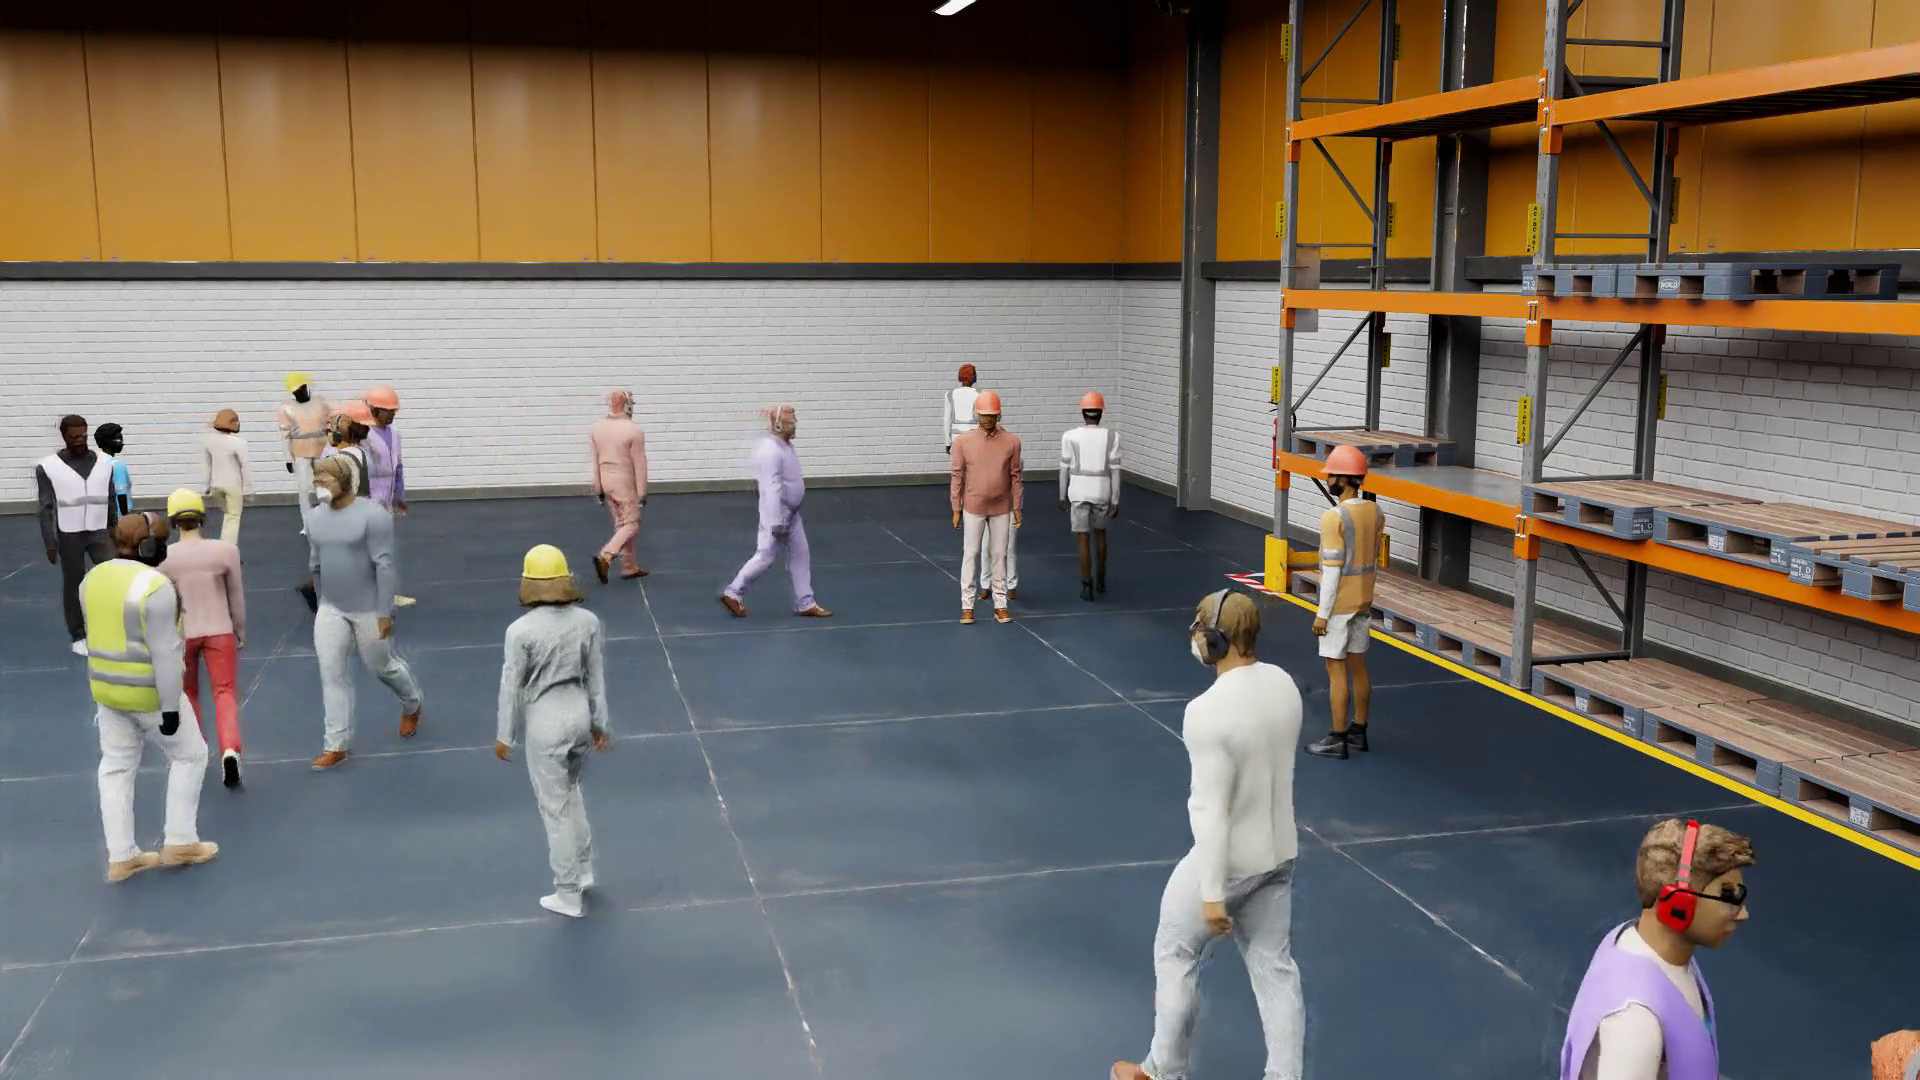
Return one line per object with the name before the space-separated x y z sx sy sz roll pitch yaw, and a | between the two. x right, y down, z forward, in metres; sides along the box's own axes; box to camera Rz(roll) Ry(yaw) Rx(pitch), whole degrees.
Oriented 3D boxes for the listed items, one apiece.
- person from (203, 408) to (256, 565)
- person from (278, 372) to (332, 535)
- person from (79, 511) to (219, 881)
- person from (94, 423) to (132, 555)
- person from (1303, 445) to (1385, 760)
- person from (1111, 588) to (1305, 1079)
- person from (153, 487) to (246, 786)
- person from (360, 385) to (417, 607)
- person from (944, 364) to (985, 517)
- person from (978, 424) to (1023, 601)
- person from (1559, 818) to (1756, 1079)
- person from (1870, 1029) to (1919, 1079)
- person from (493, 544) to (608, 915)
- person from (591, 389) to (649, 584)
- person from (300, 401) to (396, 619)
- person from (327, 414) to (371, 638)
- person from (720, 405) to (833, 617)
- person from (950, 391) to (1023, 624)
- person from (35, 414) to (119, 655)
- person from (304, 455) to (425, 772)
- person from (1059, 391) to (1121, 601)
person | -7.424 -0.532 16.948 0.532 1.617 0.418 2 9 15
person | -7.410 -0.999 19.077 0.745 1.875 0.460 -8 12 -40
person | -4.023 0.760 8.264 0.651 1.815 0.610 4 10 23
person | -7.372 -0.174 14.468 0.536 1.699 0.322 7 12 38
person | 2.359 0.381 10.268 0.552 1.936 0.360 -9 13 -44
person | 0.889 1.104 5.859 0.640 1.907 0.846 -9 13 -44
person | -4.450 0.564 9.739 0.518 1.737 0.796 -4 10 -26
person | -5.319 -0.394 14.923 0.799 2.007 0.618 2 9 12
person | 0.090 -1.202 20.314 0.574 1.883 0.360 3 10 19
person | 0.336 -0.249 15.173 0.494 1.622 0.297 2 9 10
person | 1.439 1.489 3.722 0.590 1.823 0.604 5 10 28
person | 1.545 1.670 2.596 0.588 1.825 1.063 -4 10 -23
person | -1.915 0.883 7.788 0.499 1.727 0.502 7 11 37
person | -3.281 -0.507 15.992 0.650 1.885 0.775 6 11 34
person | -5.268 -0.237 14.245 0.692 1.914 0.541 1 9 7
person | -4.997 -0.111 13.619 0.351 1.846 0.506 1 9 7
person | -1.623 -0.238 14.365 0.937 1.871 0.654 1 9 9
person | 0.231 -0.275 14.183 0.625 1.991 0.390 -1 9 -9
person | -6.790 -0.027 12.928 0.639 1.894 0.636 7 11 36
person | -3.711 0.405 10.292 0.649 1.900 0.957 2 9 15
person | 1.188 -0.421 15.381 0.550 1.906 0.809 0 9 -3
